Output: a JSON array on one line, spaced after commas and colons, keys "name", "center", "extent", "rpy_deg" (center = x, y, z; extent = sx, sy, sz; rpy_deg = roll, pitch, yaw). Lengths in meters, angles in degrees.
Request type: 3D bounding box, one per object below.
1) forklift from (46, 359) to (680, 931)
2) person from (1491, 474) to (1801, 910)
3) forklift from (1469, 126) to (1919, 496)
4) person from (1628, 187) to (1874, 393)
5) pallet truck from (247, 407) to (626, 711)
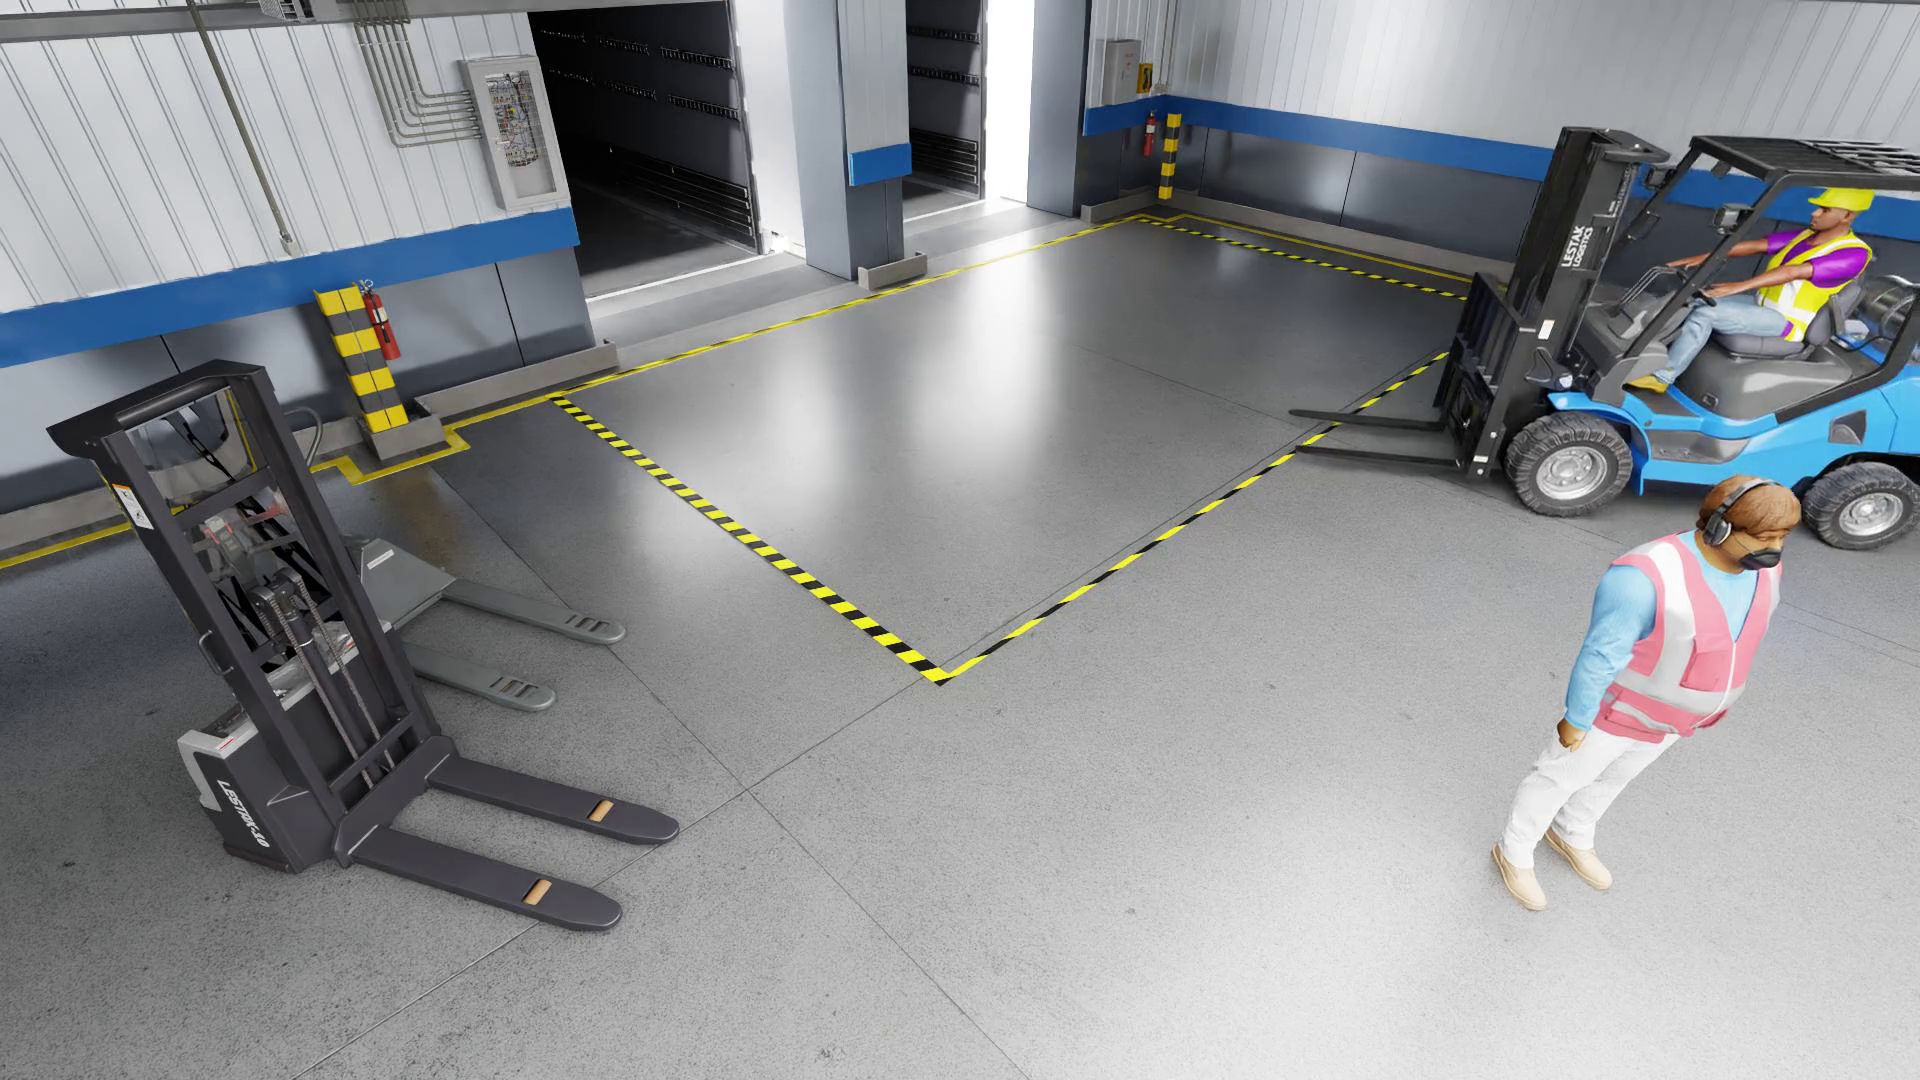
[{"name": "forklift", "center": [-2.135, 0.422, 3.354], "extent": [1.885, 1.965, 0.823], "rpy_deg": [10, 35, 14]}, {"name": "person", "center": [2.407, 0.589, 3.245], "extent": [0.619, 1.845, 0.430], "rpy_deg": [-8, 35, -12]}, {"name": "forklift", "center": [4.749, -1.361, 5.659], "extent": [2.680, 2.036, 1.157], "rpy_deg": [7, 35, 10]}, {"name": "person", "center": [4.693, -1.528, 5.573], "extent": [1.004, 1.293, 0.630], "rpy_deg": [7, 35, 10]}, {"name": "pallet truck", "center": [-2.628, 0.038, 4.590], "extent": [1.601, 1.201, 0.680], "rpy_deg": [12, 36, 18]}]
